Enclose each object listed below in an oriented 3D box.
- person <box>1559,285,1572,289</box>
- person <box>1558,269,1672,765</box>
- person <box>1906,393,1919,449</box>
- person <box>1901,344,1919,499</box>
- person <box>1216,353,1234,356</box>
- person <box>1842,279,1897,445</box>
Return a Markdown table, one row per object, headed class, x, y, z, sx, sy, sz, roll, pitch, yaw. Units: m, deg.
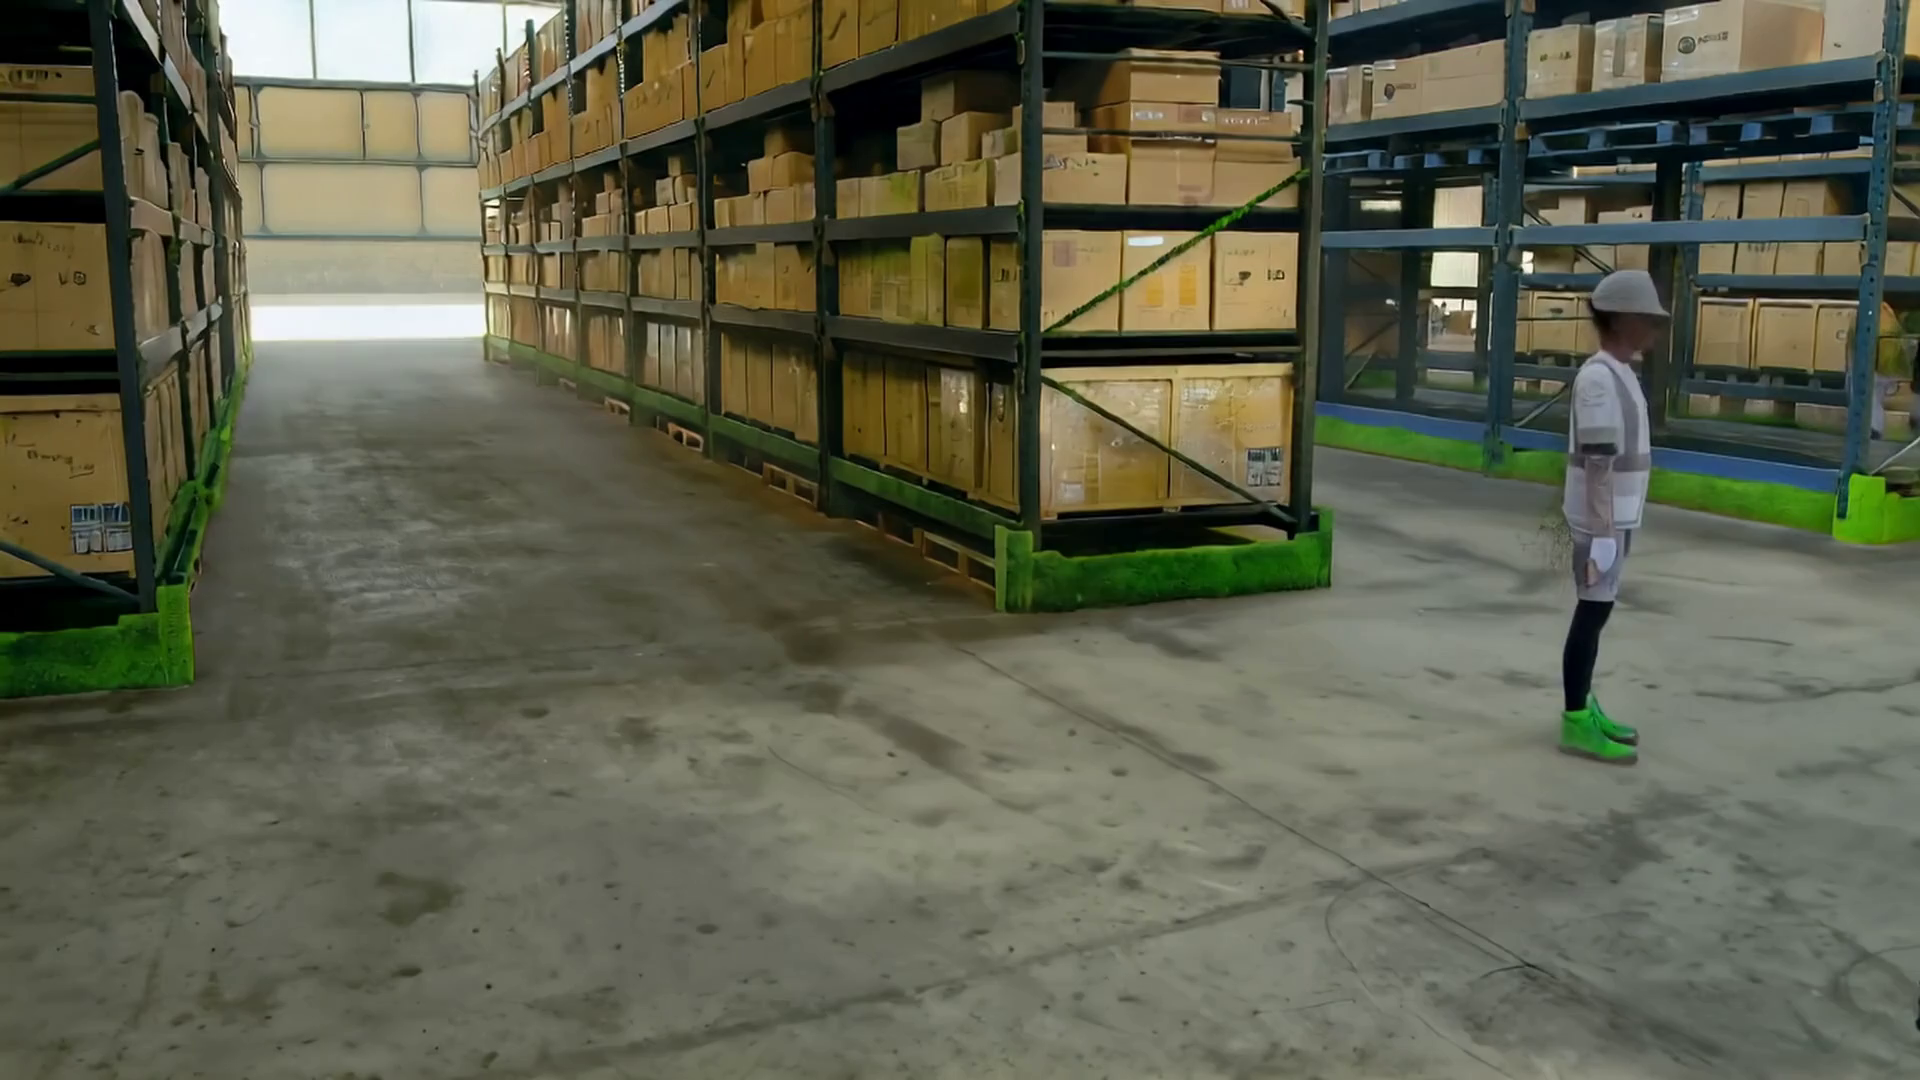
| class | x | y | z | sx | sy | sz | roll | pitch | yaw |
| --- | --- | --- | --- | --- | --- | --- | --- | --- | --- |
| person | 14.053 | -5.276 | 38.293 | 0.655 | 1.929 | 0.638 | 2 | 10 | 11 |
| person | 2.724 | -0.100 | 6.965 | 0.369 | 2.045 | 0.608 | 4 | 10 | 25 |
| person | 9.231 | -1.395 | 15.779 | 0.557 | 1.676 | 0.601 | -3 | 10 | -17 |
| person | 8.516 | -1.290 | 14.503 | 0.410 | 1.909 | 0.643 | 9 | 13 | 42 |
| person | 2.511 | -1.728 | 17.067 | 0.655 | 1.921 | 0.668 | -1 | 10 | -8 |
| person | 9.797 | -1.871 | 18.026 | 0.395 | 1.899 | 0.642 | -1 | 10 | -9 |
